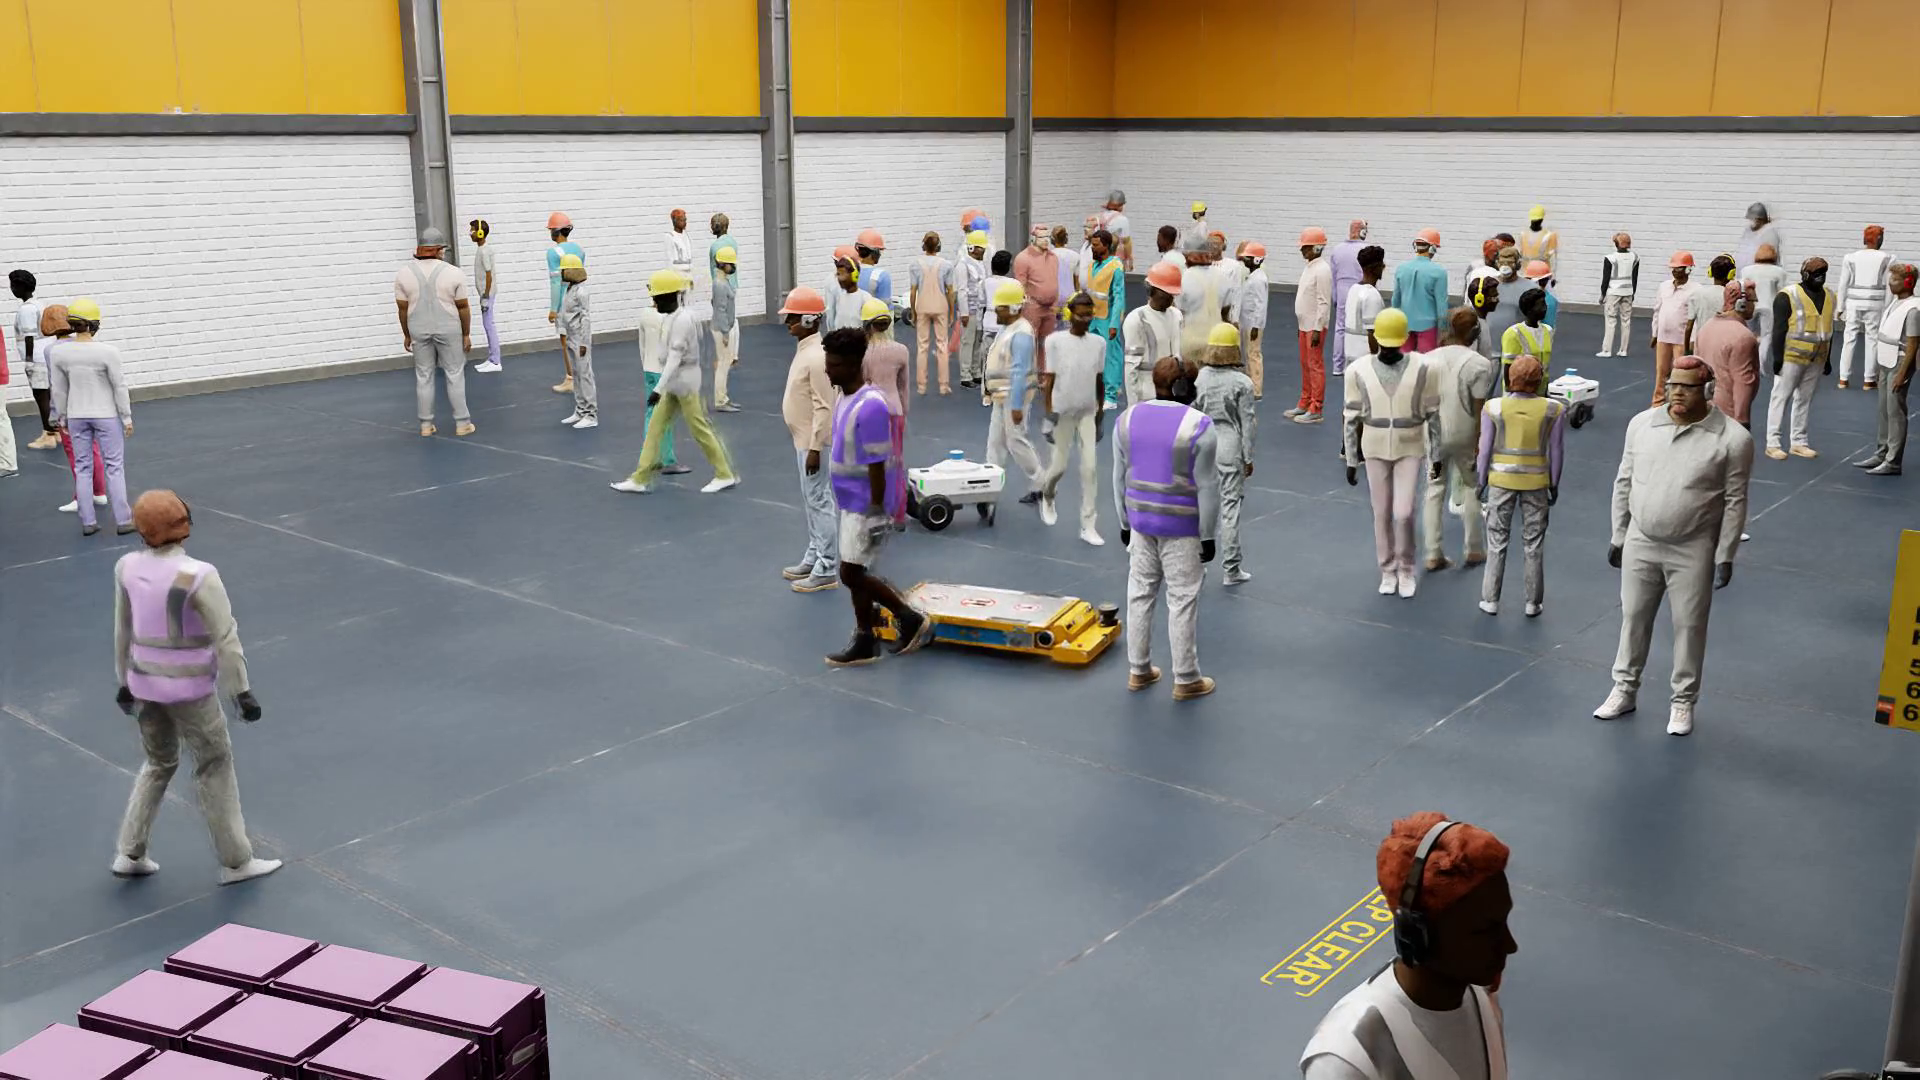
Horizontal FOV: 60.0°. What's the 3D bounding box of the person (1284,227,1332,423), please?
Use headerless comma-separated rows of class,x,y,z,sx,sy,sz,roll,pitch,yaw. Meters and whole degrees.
person,3.596,-2.202,17.069,0.389,1.992,0.612,-1,14,-6

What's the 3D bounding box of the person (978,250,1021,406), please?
person,0.446,-2.271,17.947,0.540,1.696,0.316,9,16,31

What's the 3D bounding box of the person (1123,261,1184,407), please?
person,1.488,-1.075,12.491,0.402,2.029,0.614,14,19,43

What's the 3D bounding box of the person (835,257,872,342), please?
person,-0.972,-1.624,15.049,0.347,1.857,0.521,-11,18,-37

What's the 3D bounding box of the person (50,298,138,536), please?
person,-6.418,-0.906,12.354,0.534,1.767,0.318,-1,14,-2

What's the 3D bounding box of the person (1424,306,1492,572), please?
person,3.446,-0.699,11.424,0.514,1.817,0.741,12,18,39

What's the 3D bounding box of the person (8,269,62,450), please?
person,-8.725,-1.708,15.719,0.320,1.686,0.539,-4,15,-17

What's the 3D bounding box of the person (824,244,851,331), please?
person,-1.253,-2.317,18.013,0.342,1.749,0.570,-8,16,-28

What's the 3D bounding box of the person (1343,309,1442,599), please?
person,2.768,-0.551,10.691,0.622,1.880,0.533,5,15,19

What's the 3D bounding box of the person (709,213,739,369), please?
person,-2.963,-3.108,20.801,0.372,1.940,0.630,2,14,9

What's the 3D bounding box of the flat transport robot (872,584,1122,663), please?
flat transport robot,0.186,0.469,9.889,1.431,0.197,0.652,6,15,22

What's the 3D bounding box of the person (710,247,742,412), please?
person,-2.486,-2.229,17.669,0.339,1.756,0.532,-2,14,-6

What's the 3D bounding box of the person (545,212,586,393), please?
person,-4.502,-2.700,18.957,0.390,2.045,0.607,6,15,22

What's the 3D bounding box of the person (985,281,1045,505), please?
person,0.415,-1.159,13.281,0.615,1.823,0.606,-3,14,-11

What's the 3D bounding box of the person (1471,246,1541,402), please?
person,4.960,-1.715,15.231,0.636,1.938,0.358,6,15,22

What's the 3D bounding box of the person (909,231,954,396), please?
person,-0.313,-2.538,18.712,0.506,1.846,0.345,1,14,3

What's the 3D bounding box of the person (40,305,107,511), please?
person,-7.037,-1.043,13.167,0.265,1.632,0.508,1,14,4

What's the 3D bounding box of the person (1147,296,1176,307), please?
person,1.743,-1.392,14.560,0.265,1.632,0.507,-3,14,-10

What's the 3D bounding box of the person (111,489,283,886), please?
person,-3.112,0.607,6.598,0.597,1.628,0.418,7,16,25

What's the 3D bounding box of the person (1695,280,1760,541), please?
person,5.657,-0.955,12.261,0.408,1.906,0.652,-1,14,-3

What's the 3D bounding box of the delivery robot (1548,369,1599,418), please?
delivery robot,6.244,-1.507,17.017,0.477,0.478,0.707,13,19,43

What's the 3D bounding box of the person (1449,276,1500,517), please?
person,4.033,-1.122,13.005,0.328,1.872,0.510,4,15,17

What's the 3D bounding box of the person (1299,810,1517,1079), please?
person,0.794,1.380,2.980,0.353,1.883,0.572,11,18,37

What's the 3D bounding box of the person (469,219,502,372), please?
person,-5.891,-3.020,20.590,0.328,1.872,0.515,-5,15,-19

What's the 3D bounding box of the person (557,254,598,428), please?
person,-3.886,-2.011,16.814,0.295,1.743,0.493,-9,17,-32

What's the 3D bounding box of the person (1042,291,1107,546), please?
person,0.828,-0.918,12.256,0.542,1.841,0.749,-4,15,-15

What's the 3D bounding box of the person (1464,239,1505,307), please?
person,5.356,-2.115,16.942,0.340,1.882,0.586,-5,15,-19

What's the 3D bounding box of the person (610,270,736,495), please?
person,-2.340,-1.277,13.649,1.025,1.866,0.588,-7,16,-28

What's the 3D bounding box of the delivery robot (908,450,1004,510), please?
delivery robot,-0.025,-0.444,12.771,0.707,0.478,0.477,-5,15,-18

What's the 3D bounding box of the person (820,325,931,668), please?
person,-0.505,-0.223,9.252,0.517,1.947,0.621,-4,15,-17

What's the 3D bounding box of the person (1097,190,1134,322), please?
person,2.411,-4.388,25.710,0.538,2.000,0.710,-11,18,-38

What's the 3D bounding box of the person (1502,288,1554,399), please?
person,4.705,-1.239,13.823,0.540,1.696,0.316,-8,16,-29

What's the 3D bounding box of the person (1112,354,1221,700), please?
person,1.111,-0.069,8.864,0.624,1.841,0.430,12,18,39

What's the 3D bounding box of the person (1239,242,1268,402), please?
person,3.218,-2.409,18.374,0.321,1.755,0.573,0,14,0

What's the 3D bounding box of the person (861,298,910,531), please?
person,-0.614,-0.919,12.425,0.518,1.756,0.353,-9,17,-32
